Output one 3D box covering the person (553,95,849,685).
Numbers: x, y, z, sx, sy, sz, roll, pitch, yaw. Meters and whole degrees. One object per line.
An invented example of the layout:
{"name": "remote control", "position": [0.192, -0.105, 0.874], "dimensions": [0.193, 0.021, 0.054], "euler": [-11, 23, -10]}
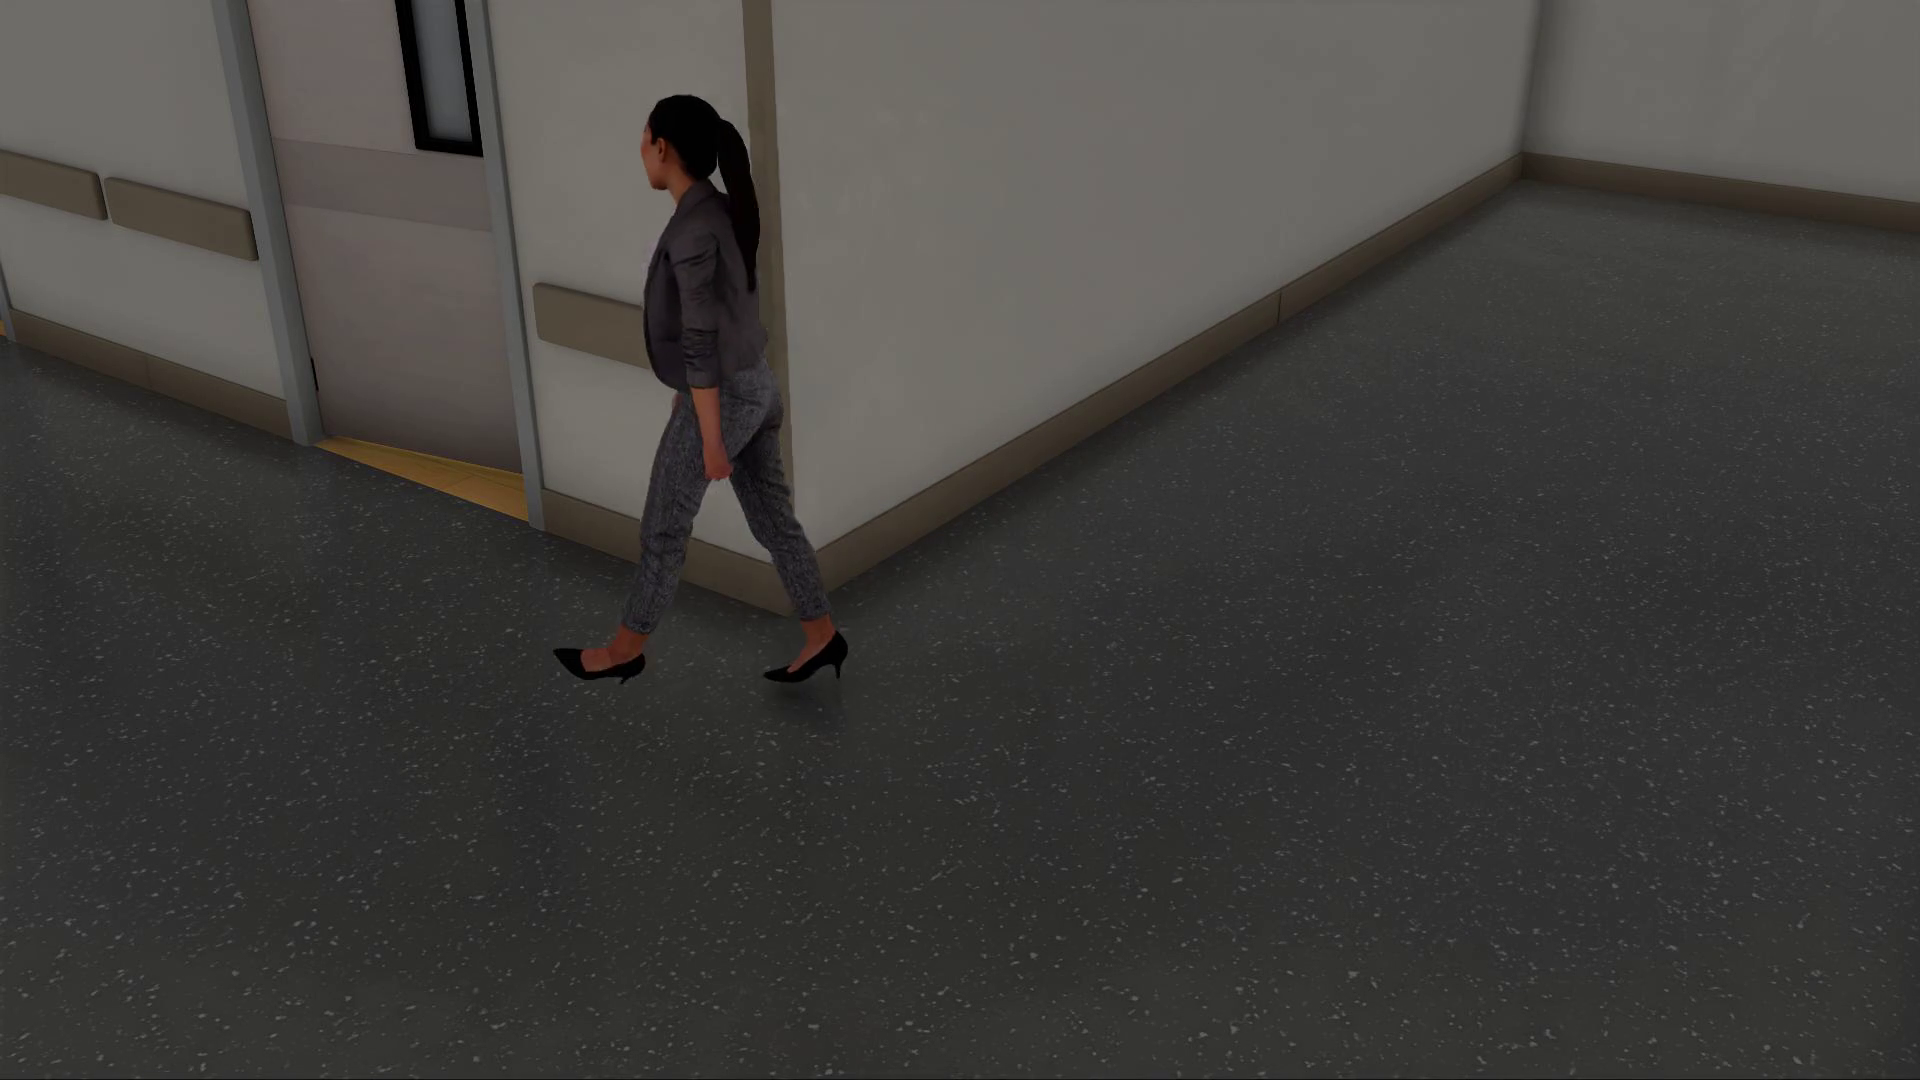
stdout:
{"name": "person", "position": [-0.541, -0.310, 4.441], "dimensions": [0.986, 1.624, 1.069], "euler": [2, 26, 5]}
